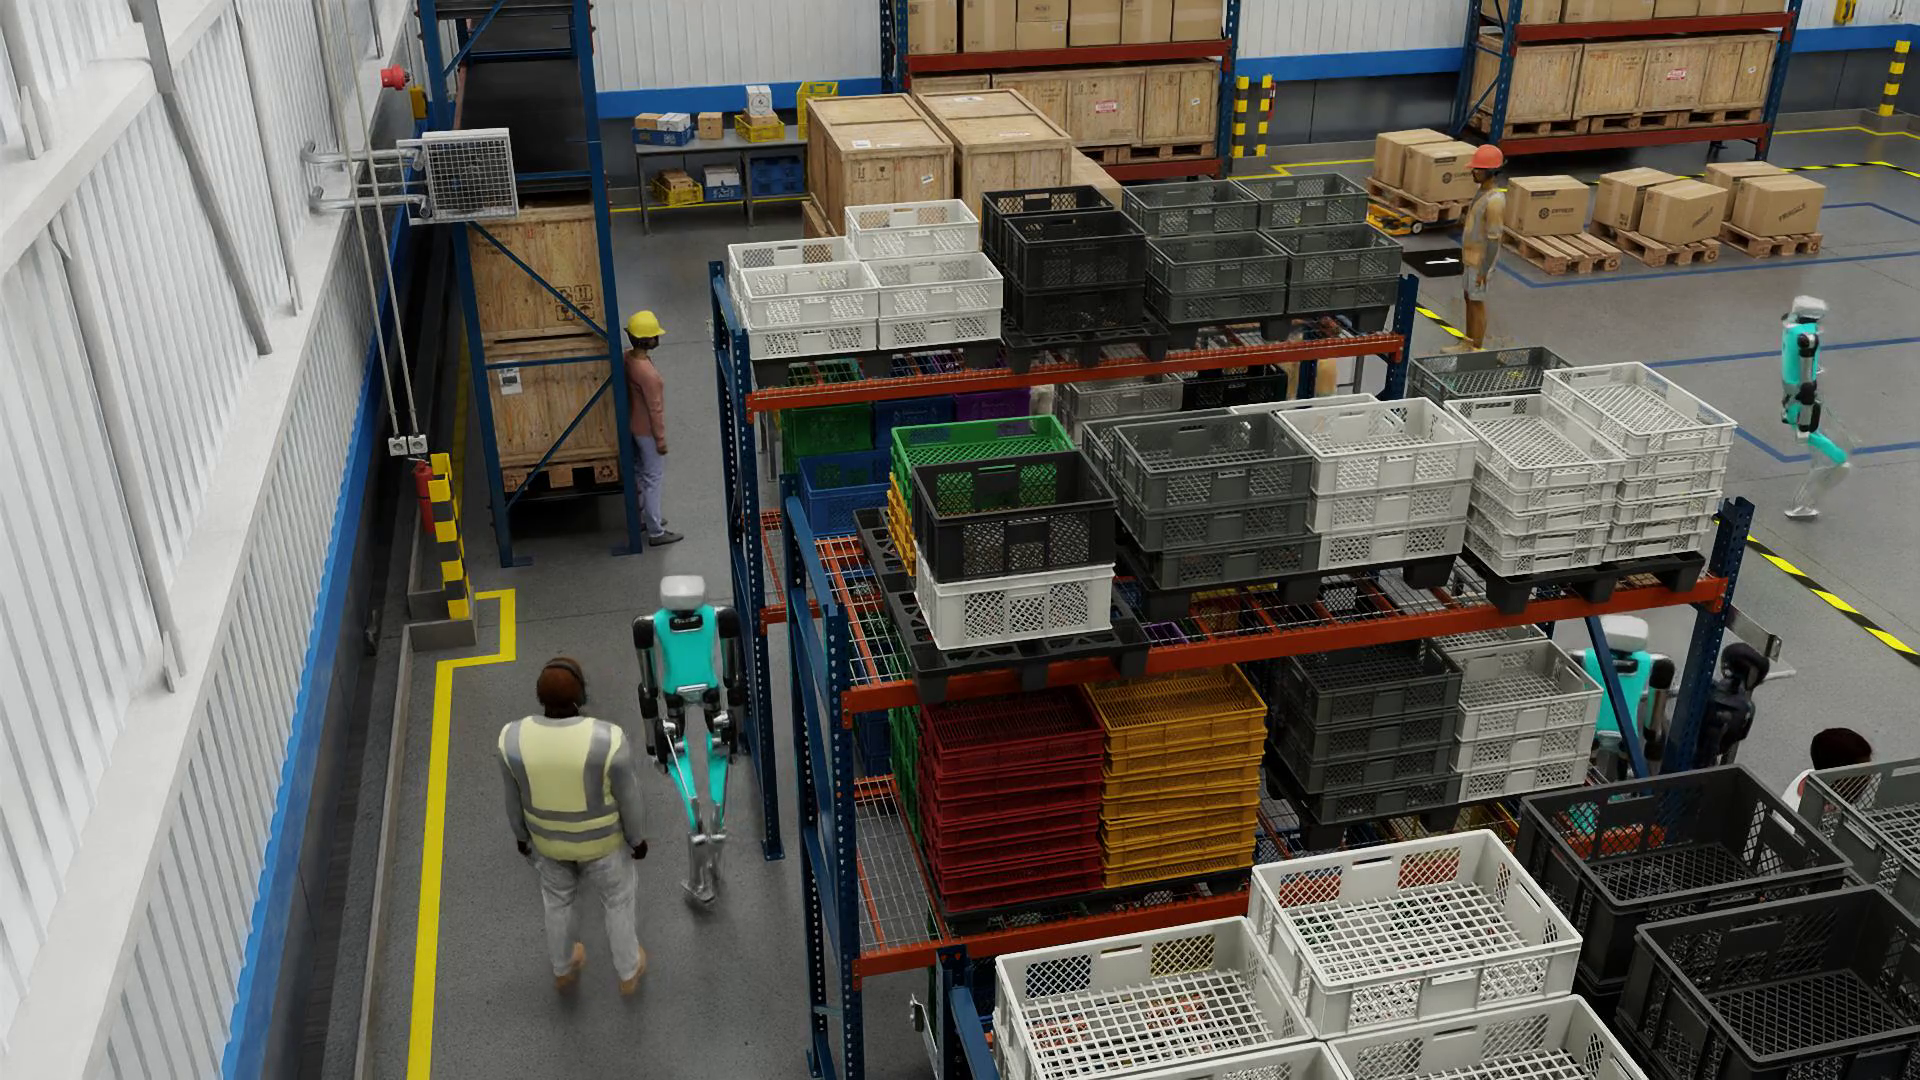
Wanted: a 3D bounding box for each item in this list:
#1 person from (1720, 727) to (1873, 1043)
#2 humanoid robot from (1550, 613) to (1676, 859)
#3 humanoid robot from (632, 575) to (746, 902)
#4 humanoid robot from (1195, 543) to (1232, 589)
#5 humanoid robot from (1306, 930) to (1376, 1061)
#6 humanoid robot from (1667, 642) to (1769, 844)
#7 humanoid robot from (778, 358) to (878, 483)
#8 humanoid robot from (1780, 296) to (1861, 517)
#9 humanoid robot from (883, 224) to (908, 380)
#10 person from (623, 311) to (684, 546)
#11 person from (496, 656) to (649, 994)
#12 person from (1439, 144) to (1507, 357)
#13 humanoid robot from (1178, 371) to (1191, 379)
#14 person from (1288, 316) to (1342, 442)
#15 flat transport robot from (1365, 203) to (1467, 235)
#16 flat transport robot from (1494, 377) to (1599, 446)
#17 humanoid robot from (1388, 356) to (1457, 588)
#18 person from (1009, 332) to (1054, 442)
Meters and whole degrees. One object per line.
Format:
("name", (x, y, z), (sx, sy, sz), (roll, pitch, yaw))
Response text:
("person", (3.579, 1.625, 7.192), (0.392, 1.922, 0.591), (14, 31, 25))
("humanoid robot", (3.116, 1.290, 8.046), (0.543, 1.794, 0.754), (5, 28, 9))
("humanoid robot", (-1.300, 1.120, 8.363), (0.531, 1.787, 0.847), (-7, 29, -13))
("humanoid robot", (1.695, -0.114, 10.800), (0.771, 1.628, 0.604), (-10, 29, -18))
("humanoid robot", (1.342, 2.174, 6.417), (0.591, 1.634, 0.602), (-7, 29, -13))
("humanoid robot", (3.664, 1.201, 8.266), (0.352, 1.646, 0.608), (14, 31, 25))
("humanoid robot", (-1.002, -0.997, 12.440), (1.046, 1.785, 0.532), (9, 29, 16))
("humanoid robot", (6.323, -0.901, 12.230), (0.818, 1.815, 0.543), (4, 28, 8))
("humanoid robot", (-0.509, -1.922, 14.184), (0.462, 1.643, 0.589), (-13, 30, -23))
("person", (-2.236, -0.807, 11.980), (0.335, 1.762, 0.522), (-16, 32, -27))
("person", (-1.784, 1.368, 7.774), (0.644, 1.834, 0.435), (4, 28, 8))
("person", (4.630, -2.536, 14.957), (0.389, 2.040, 0.613), (2, 28, 3))
("humanoid robot", (1.588, -0.336, 11.155), (0.668, 1.836, 0.530), (-1, 28, -1))
("person", (2.543, -0.829, 11.847), (0.423, 1.918, 0.547), (-5, 28, -10))
("flat transport robot", (5.349, -3.771, 19.171), (1.431, 0.197, 0.652), (-11, 30, -20))
("flat transport robot", (4.780, -1.036, 14.013), (0.659, 0.231, 1.431), (-6, 28, -12))
("humanoid robot", (3.155, -0.415, 11.378), (0.709, 1.897, 0.537), (18, 33, 30))
("person", (0.434, -0.627, 11.561), (0.503, 1.839, 0.337), (19, 33, 32))
